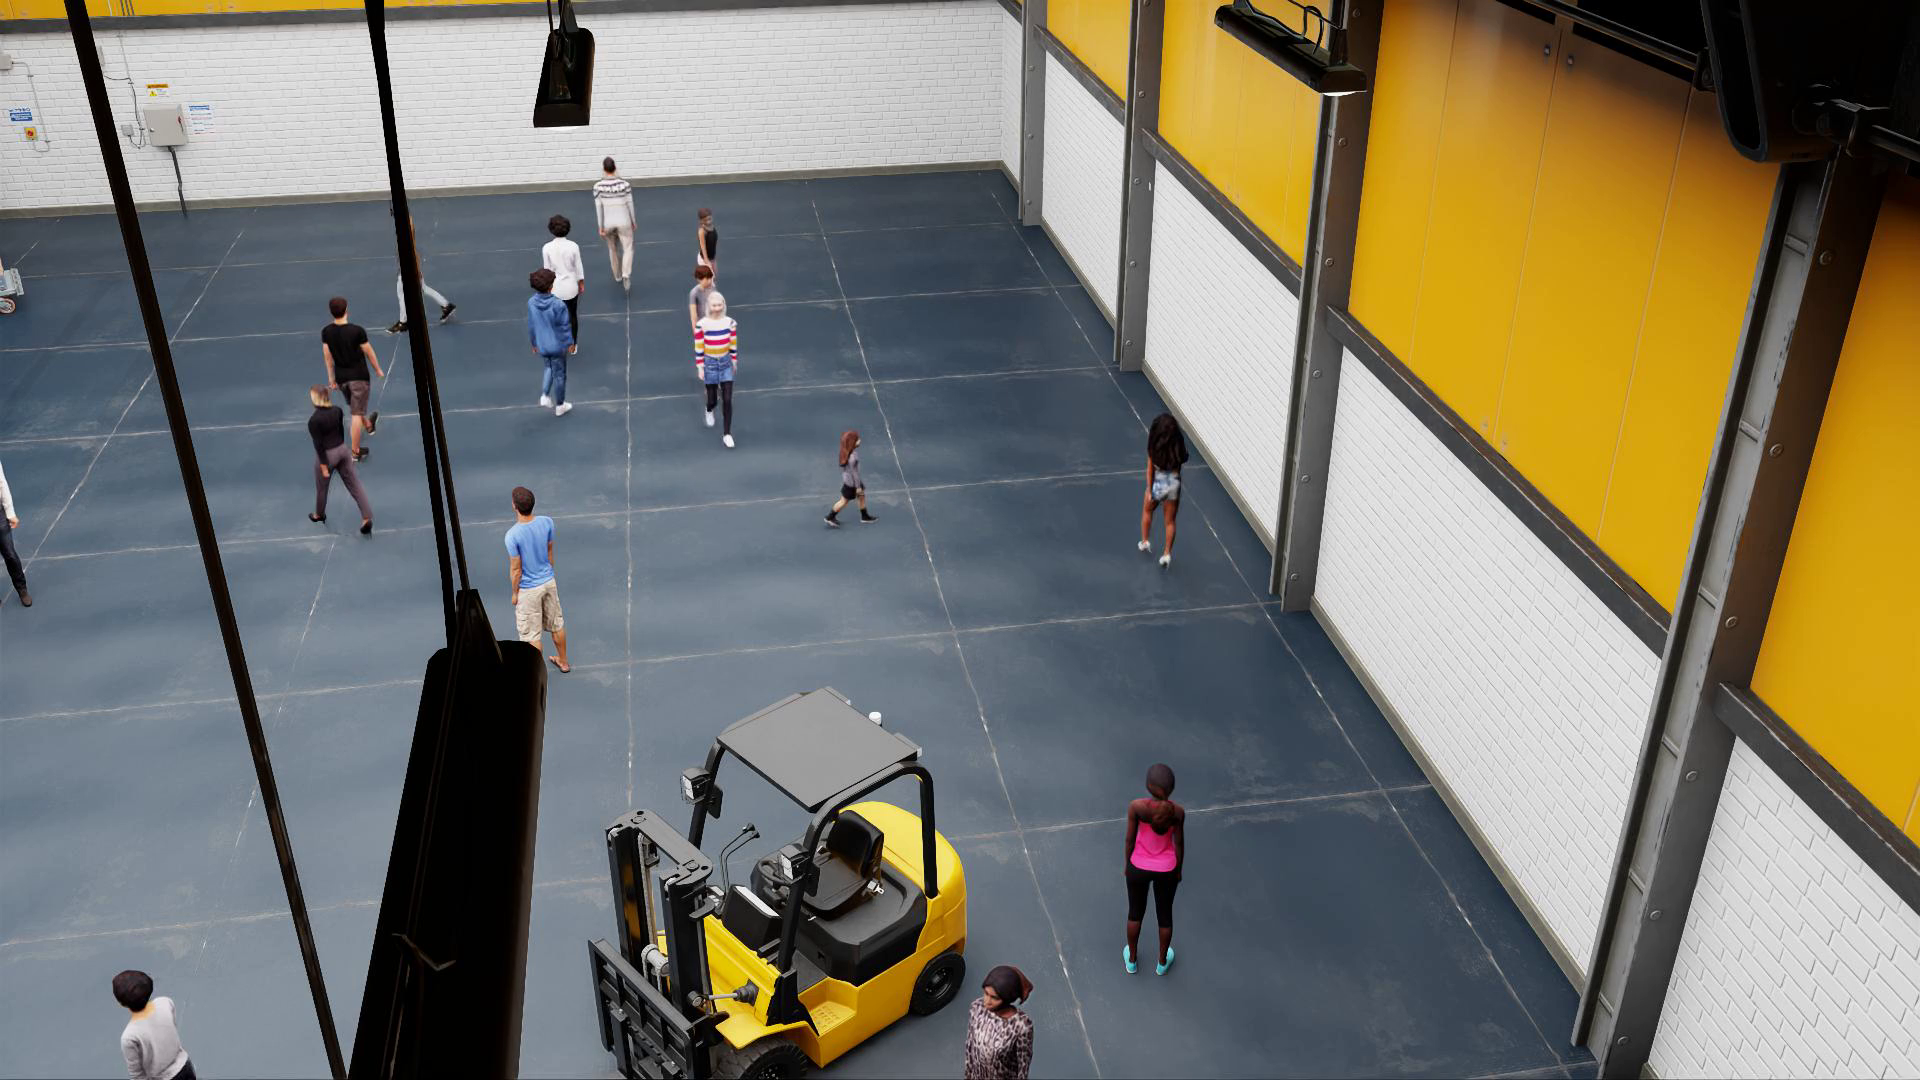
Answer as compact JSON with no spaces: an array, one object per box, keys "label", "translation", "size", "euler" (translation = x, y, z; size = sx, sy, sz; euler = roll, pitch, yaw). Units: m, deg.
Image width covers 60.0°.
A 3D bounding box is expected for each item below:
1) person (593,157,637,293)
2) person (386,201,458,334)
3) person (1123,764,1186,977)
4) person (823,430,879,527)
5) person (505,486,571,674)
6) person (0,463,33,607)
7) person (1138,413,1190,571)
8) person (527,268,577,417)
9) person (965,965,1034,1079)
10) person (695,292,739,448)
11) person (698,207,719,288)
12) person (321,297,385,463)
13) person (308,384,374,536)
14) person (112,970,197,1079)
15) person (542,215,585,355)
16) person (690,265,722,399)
[{"label":"person","translation":[-4.814,-4.415,23.357],"size":[0.755,1.832,1.085],"euler":[-2,29,-4]},{"label":"person","translation":[-7.179,-3.641,21.992],"size":[0.981,1.779,1.221],"euler":[-14,32,-24]},{"label":"person","translation":[1.307,2.236,11.281],"size":[0.619,1.720,0.635],"euler":[4,29,8]},{"label":"person","translation":[-1.178,-0.623,17.191],"size":[0.579,1.079,0.739],"euler":[-2,29,-4]},{"label":"person","translation":[-3.704,0.389,14.517],"size":[0.770,1.864,0.728],"euler":[22,35,34]},{"label":"person","translation":[-9.156,-0.213,15.614],"size":[0.724,1.871,0.666],"euler":[-15,32,-26]},{"label":"person","translation":[2.036,-0.444,16.313],"size":[0.586,1.606,0.748],"euler":[-6,29,-12]},{"label":"person","translation":[-4.822,-2.283,19.483],"size":[0.813,1.799,0.848],"euler":[11,30,19]},{"label":"person","translation":[0.226,3.146,9.619],"size":[0.678,1.714,0.740],"euler":[19,34,31]},{"label":"person","translation":[-2.774,-1.974,18.922],"size":[0.769,1.794,1.015],"euler":[-11,30,-19]},{"label":"person","translation":[-3.422,-3.797,22.523],"size":[0.847,1.545,0.658],"euler":[2,29,3]},{"label":"person","translation":[-6.799,-1.753,18.497],"size":[0.896,1.811,1.251],"euler":[3,29,6]},{"label":"person","translation":[-6.275,-0.766,16.878],"size":[1.050,1.630,1.058],"euler":[14,31,23]},{"label":"person","translation":[-4.617,3.174,9.763],"size":[0.915,1.526,0.950],"euler":[10,30,18]},{"label":"person","translation":[-5.041,-3.223,21.207],"size":[0.703,1.797,0.663],"euler":[-9,30,-16]},{"label":"person","translation":[-3.114,-2.545,20.128],"size":[0.741,1.641,0.783],"euler":[-25,37,-38]}]
